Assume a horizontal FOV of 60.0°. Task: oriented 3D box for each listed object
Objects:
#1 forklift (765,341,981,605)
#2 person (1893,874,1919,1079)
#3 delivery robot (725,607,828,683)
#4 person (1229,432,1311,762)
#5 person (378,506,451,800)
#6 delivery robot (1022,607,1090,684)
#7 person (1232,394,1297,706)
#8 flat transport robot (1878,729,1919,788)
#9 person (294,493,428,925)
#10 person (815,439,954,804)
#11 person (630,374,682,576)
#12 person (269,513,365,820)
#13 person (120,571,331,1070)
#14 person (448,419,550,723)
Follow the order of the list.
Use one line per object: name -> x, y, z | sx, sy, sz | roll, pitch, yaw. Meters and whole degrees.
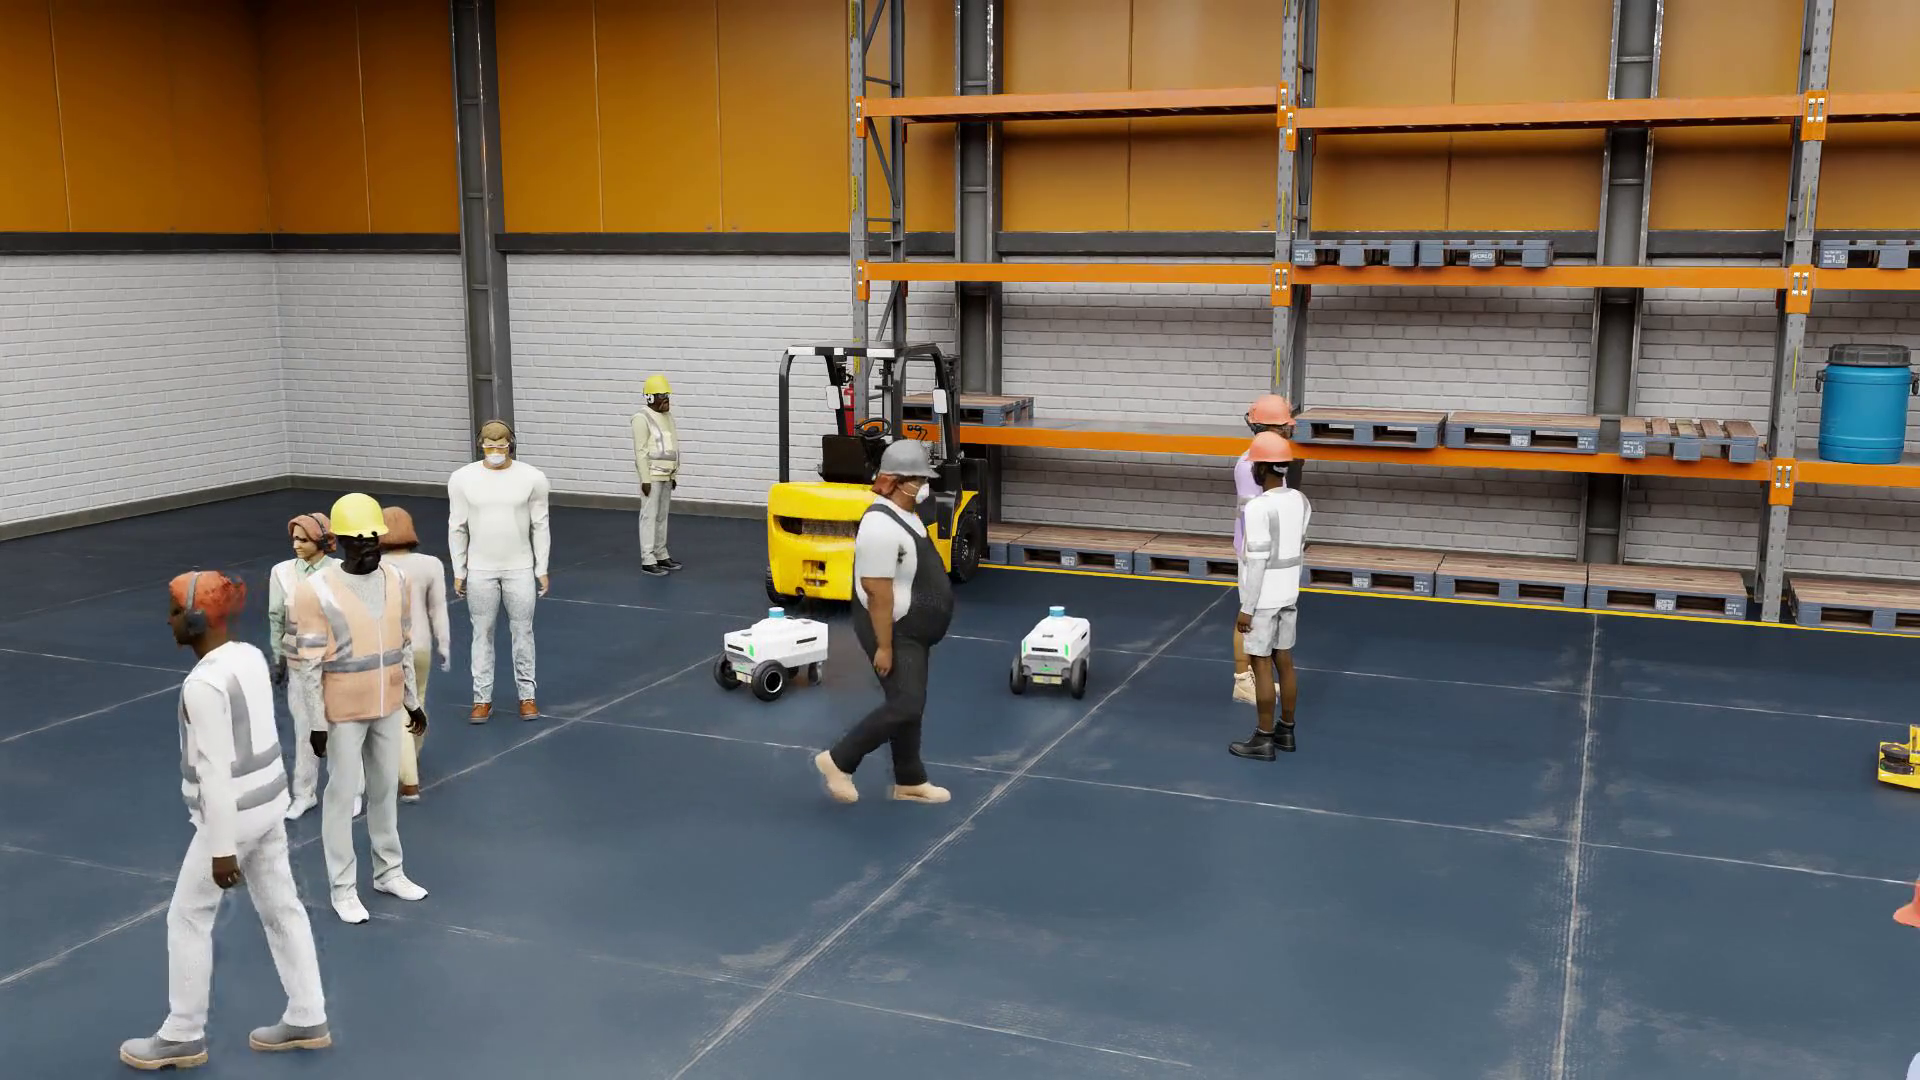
forklift -> -0.739, -0.602, 14.246 | 1.214, 2.155, 2.313 | 4, 11, 21
person -> 2.078, 1.529, 3.286 | 0.544, 1.872, 1.017 | -5, 12, -28
delivery robot -> -1.238, 0.702, 11.288 | 0.707, 0.478, 0.477 | -10, 14, -43
person -> 1.799, 0.328, 9.784 | 0.370, 1.933, 0.553 | 9, 14, 43
person -> -3.113, 0.600, 9.240 | 0.504, 1.583, 0.861 | -6, 12, -30
delivery robot -> 0.657, 0.696, 11.318 | 0.477, 0.478, 0.707 | 3, 11, 16
person -> 2.005, 0.062, 10.966 | 0.378, 2.045, 0.605 | 5, 11, 24
flat transport robot -> 5.895, 1.268, 9.184 | 1.431, 0.197, 0.652 | 6, 12, 29
person -> -2.680, 0.740, 7.511 | 0.371, 1.929, 0.585 | 7, 12, 34
person -> -0.362, 0.443, 8.851 | 0.658, 2.000, 0.684 | 1, 10, 4
person -> -2.766, -0.603, 15.253 | 0.404, 1.835, 0.587 | 3, 11, 17
person -> -3.357, 0.663, 8.757 | 0.515, 1.636, 0.314 | 0, 10, 0
person -> -2.770, 1.027, 6.126 | 0.841, 1.846, 0.602 | 0, 10, -2
person -> -2.904, 0.195, 10.534 | 0.628, 1.935, 0.373 | -2, 10, -13
